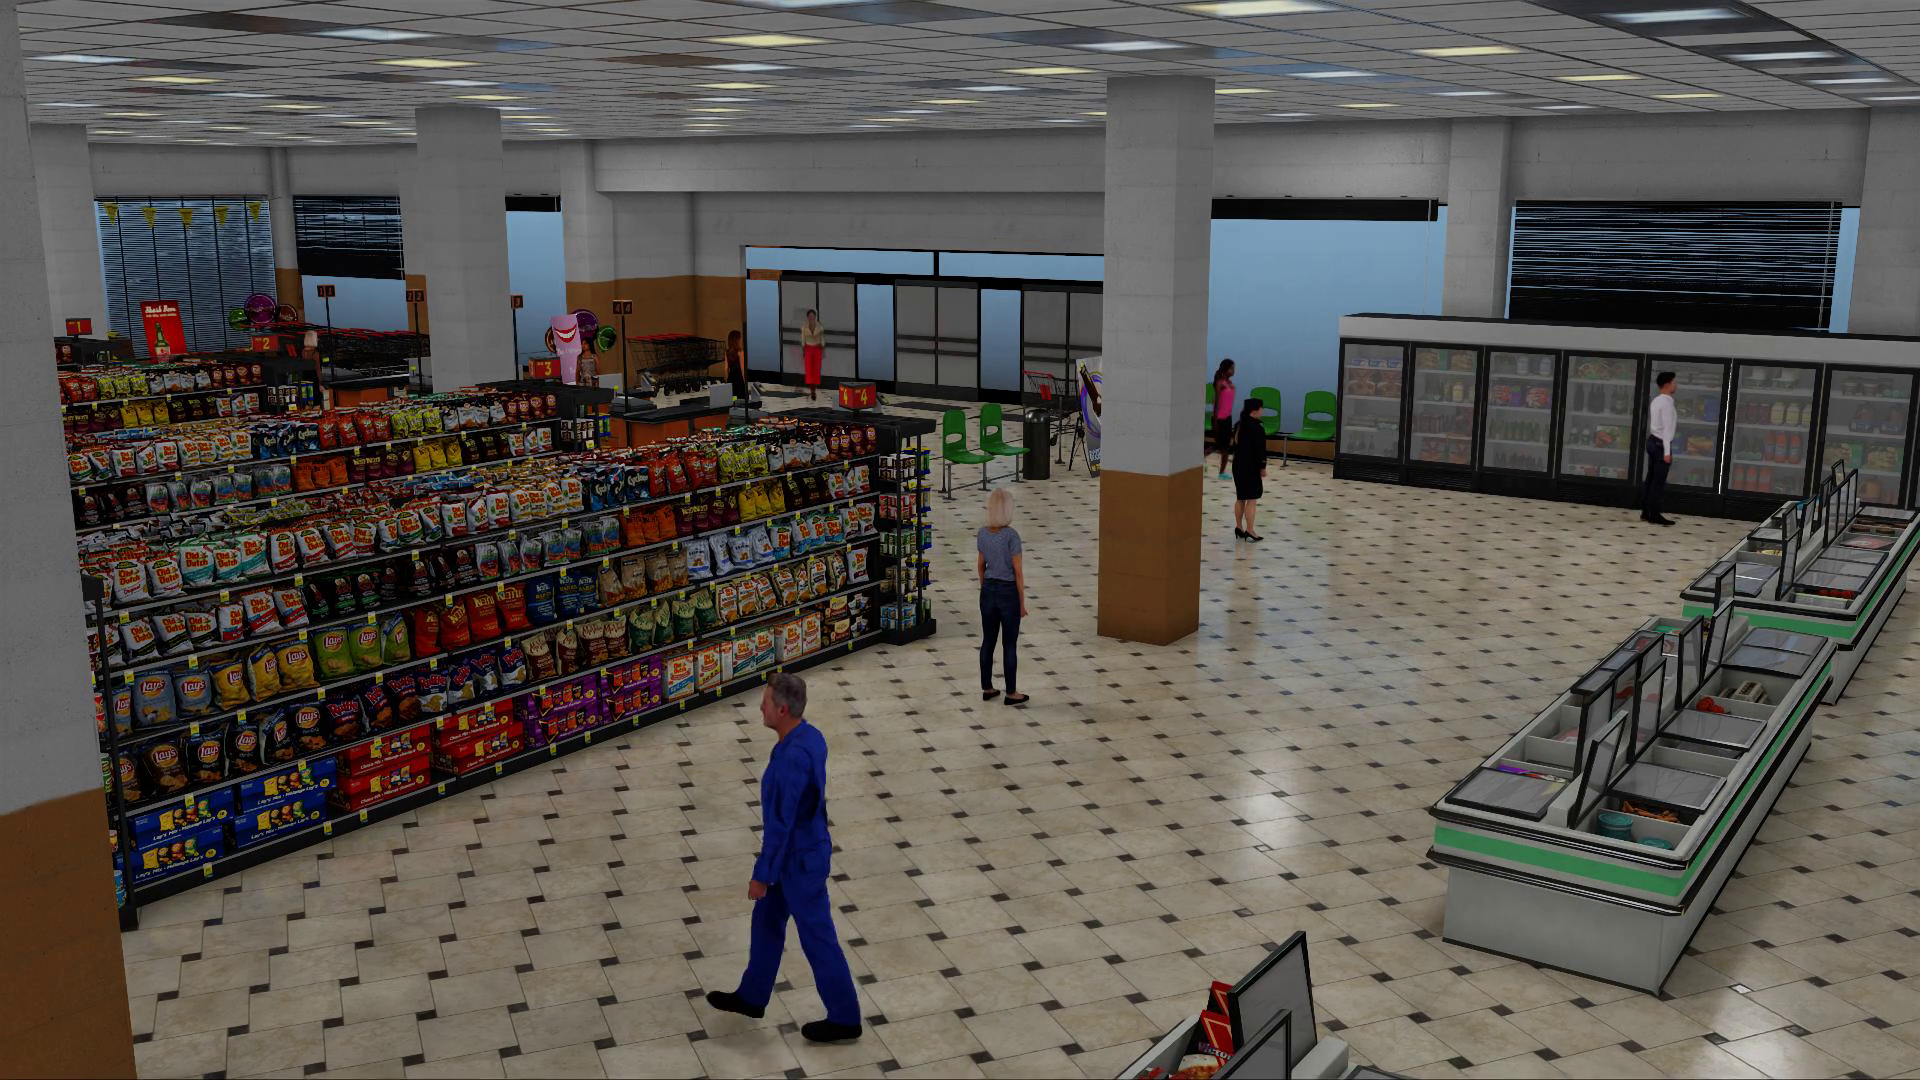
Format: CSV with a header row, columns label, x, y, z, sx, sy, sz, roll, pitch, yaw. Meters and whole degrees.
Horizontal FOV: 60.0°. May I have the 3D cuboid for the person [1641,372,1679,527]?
label,x,y,z,sx,sy,sz,roll,pitch,yaw
person,8.579,-1.139,20.413,0.775,1.867,0.680,1,12,5

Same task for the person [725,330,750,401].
label,x,y,z,sx,sy,sz,roll,pitch,yaw
person,-3.593,-2.446,26.700,0.572,1.834,0.507,8,14,34

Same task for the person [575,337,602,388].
label,x,y,z,sx,sy,sz,roll,pitch,yaw
person,-6.184,-2.567,27.736,0.716,1.645,0.662,3,12,13

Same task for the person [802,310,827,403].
label,x,y,z,sx,sy,sz,roll,pitch,yaw
person,-2.823,-3.525,32.046,1.076,1.742,1.134,-2,12,-10

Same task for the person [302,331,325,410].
label,x,y,z,sx,sy,sz,roll,pitch,yaw
person,-10.794,-2.612,27.711,0.585,1.742,0.526,9,15,37

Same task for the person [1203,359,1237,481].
label,x,y,z,sx,sy,sz,roll,pitch,yaw
person,3.622,-1.697,23.448,0.728,1.709,0.796,11,16,41

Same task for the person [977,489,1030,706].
label,x,y,z,sx,sy,sz,roll,pitch,yaw
person,0.322,0.447,13.235,0.580,1.720,0.506,9,15,36

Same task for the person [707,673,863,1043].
label,x,y,z,sx,sy,sz,roll,pitch,yaw
person,-0.671,1.533,7.893,1.122,1.798,1.104,-1,12,-3

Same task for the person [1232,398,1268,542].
label,x,y,z,sx,sy,sz,roll,pitch,yaw
person,3.364,-0.825,19.406,0.800,1.668,0.797,-6,13,-26
